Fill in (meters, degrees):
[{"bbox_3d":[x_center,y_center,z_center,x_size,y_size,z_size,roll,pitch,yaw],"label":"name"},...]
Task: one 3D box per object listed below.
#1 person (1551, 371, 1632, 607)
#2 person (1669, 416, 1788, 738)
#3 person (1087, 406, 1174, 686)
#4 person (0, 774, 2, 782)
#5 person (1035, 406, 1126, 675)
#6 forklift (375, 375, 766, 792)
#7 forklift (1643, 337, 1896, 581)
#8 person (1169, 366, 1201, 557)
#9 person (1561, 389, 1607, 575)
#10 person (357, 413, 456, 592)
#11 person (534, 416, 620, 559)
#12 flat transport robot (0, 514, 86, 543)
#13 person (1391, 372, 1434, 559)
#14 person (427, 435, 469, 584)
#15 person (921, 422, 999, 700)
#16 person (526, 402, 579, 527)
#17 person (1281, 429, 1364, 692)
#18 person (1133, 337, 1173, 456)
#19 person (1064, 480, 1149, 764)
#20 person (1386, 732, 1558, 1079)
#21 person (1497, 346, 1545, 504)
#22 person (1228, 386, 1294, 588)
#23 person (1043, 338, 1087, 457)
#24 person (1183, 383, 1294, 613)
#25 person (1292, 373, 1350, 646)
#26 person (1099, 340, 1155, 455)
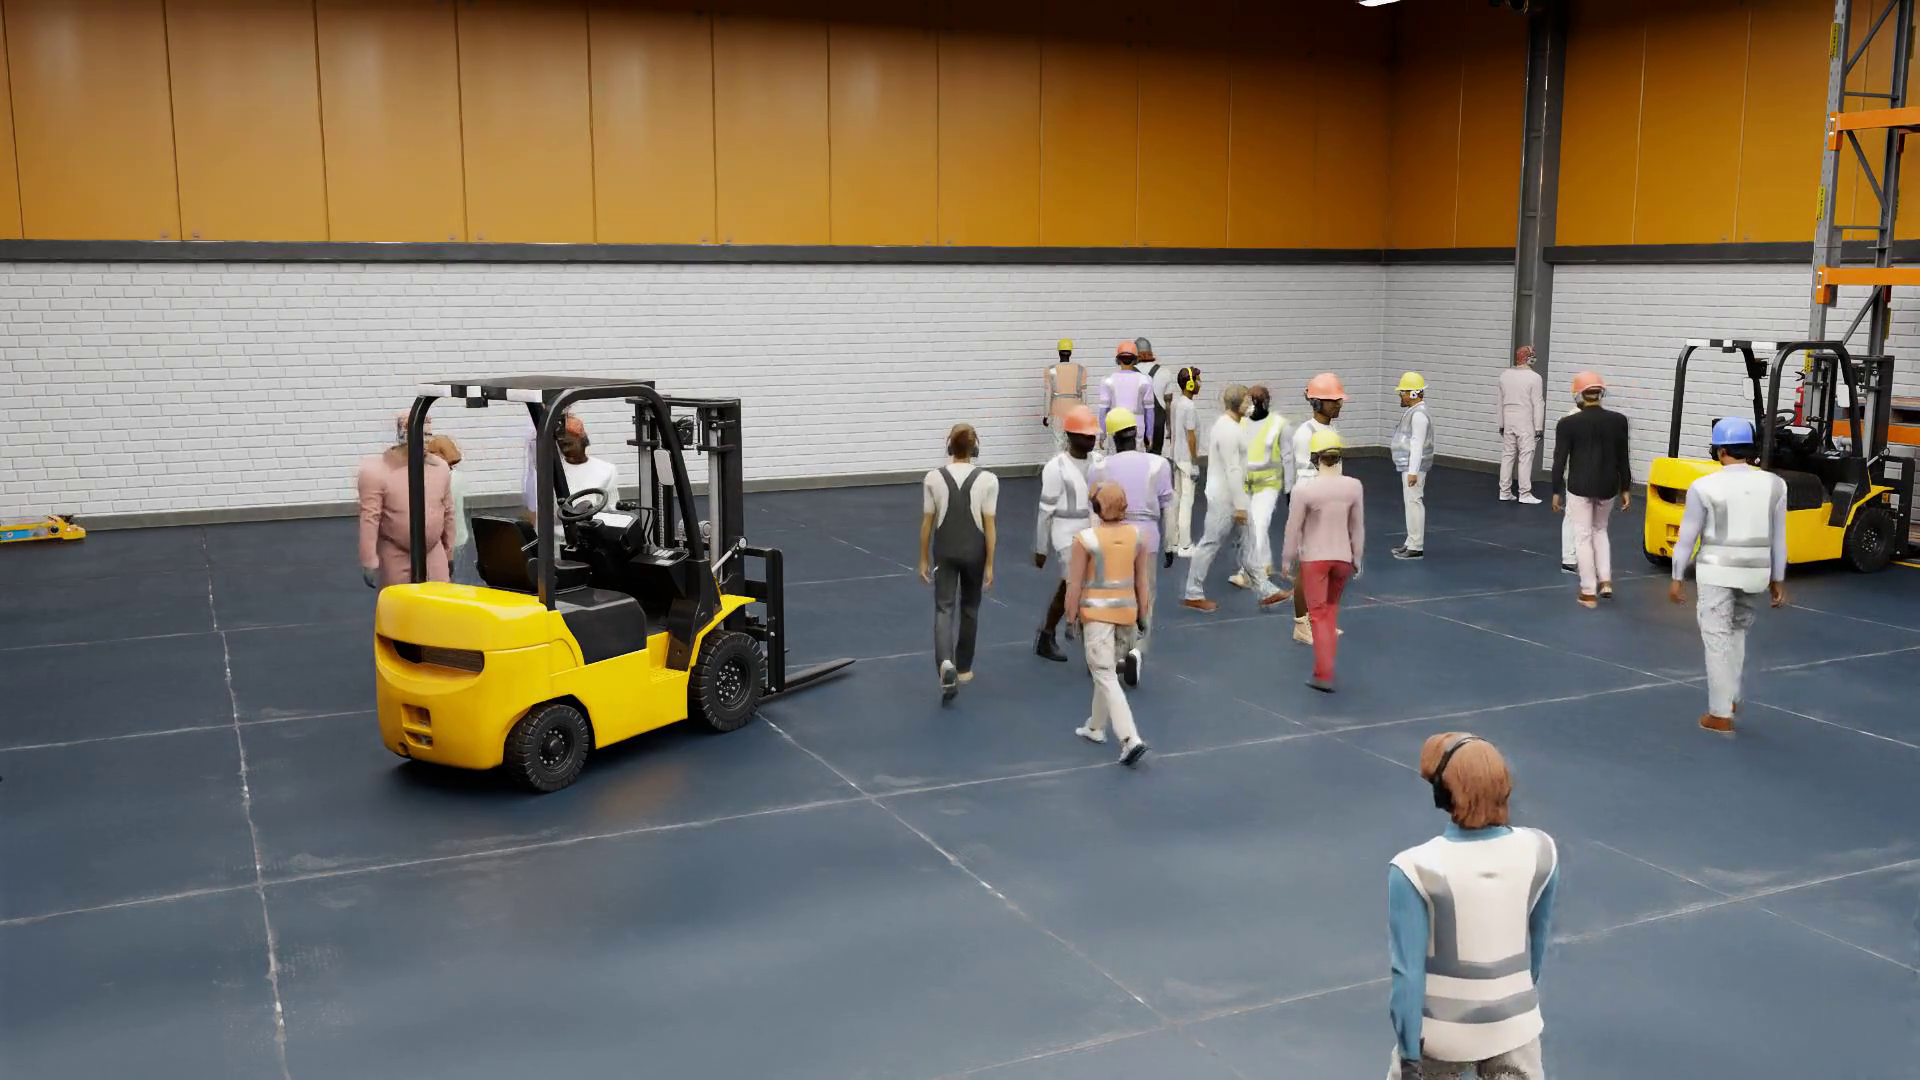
[{"bbox_3d":[5.267,-0.427,13.941,0.632,1.966,0.499,0,9,-1],"label":"person"},{"bbox_3d":[4.631,0.209,10.115,0.635,1.925,0.656,0,9,-2],"label":"person"},{"bbox_3d":[1.168,0.032,11.414,0.597,1.886,0.877,2,9,9],"label":"person"},{"bbox_3d":[-5.534,0.425,8.942,0.636,1.891,0.426,3,10,16],"label":"person"},{"bbox_3d":[0.825,-0.004,11.635,0.550,1.882,1.025,-8,12,-42],"label":"person"},{"bbox_3d":[-2.268,0.149,9.685,1.214,2.155,2.313,6,11,32],"label":"forklift"},{"bbox_3d":[7.551,-0.789,15.507,2.313,2.155,1.214,-4,10,-25],"label":"forklift"},{"bbox_3d":[2.236,-0.770,16.391,0.329,1.873,0.515,-3,10,-17],"label":"person"},{"bbox_3d":[5.789,-0.599,15.444,0.404,1.832,0.599,6,11,32],"label":"person"},{"bbox_3d":[-3.584,0.119,10.845,0.733,1.884,0.539,-8,12,-40],"label":"person"},{"bbox_3d":[-2.618,0.054,11.450,0.581,1.845,0.922,-3,10,-15],"label":"person"},{"bbox_3d":[-9.867,-0.090,17.118,1.431,0.197,0.652,-7,12,-39],"label":"flat transport robot"},{"bbox_3d":[4.410,-0.724,16.252,0.403,1.826,0.592,2,9,10],"label":"person"},{"bbox_3d":[-3.703,0.034,12.202,0.429,1.623,0.503,-1,9,-9],"label":"person"},{"bbox_3d":[-0.007,0.134,10.988,0.515,1.817,0.871,1,9,4],"label":"person"},{"bbox_3d":[-3.170,-0.314,13.450,0.791,1.908,0.659,1,9,7],"label":"person"},{"bbox_3d":[2.403,0.124,11.192,0.546,1.747,0.594,-3,10,-18],"label":"person"},{"bbox_3d":[2.179,-1.442,20.031,0.705,2.000,0.807,0,9,0],"label":"person"},{"bbox_3d":[0.875,0.457,9.587,0.523,1.610,0.800,-5,10,-28],"label":"person"},{"bbox_3d":[1.357,1.301,4.361,0.503,1.600,0.849,-2,9,-11],"label":"person"},{"bbox_3d":[6.809,-1.391,20.134,0.405,1.904,0.653,-5,11,-30],"label":"person"},{"bbox_3d":[2.637,-0.490,14.906,0.657,1.787,0.988,7,12,38],"label":"person"},{"bbox_3d":[1.380,-1.702,21.999,0.594,1.924,0.383,-2,9,-11],"label":"person"},{"bbox_3d":[2.295,-0.322,13.527,0.995,1.888,0.660,2,9,14],"label":"person"},{"bbox_3d":[2.718,-0.230,12.507,0.378,2.044,0.608,6,11,31],"label":"person"},{"bbox_3d":[1.851,-1.196,18.507,0.615,2.038,0.396,1,9,5],"label":"person"}]
